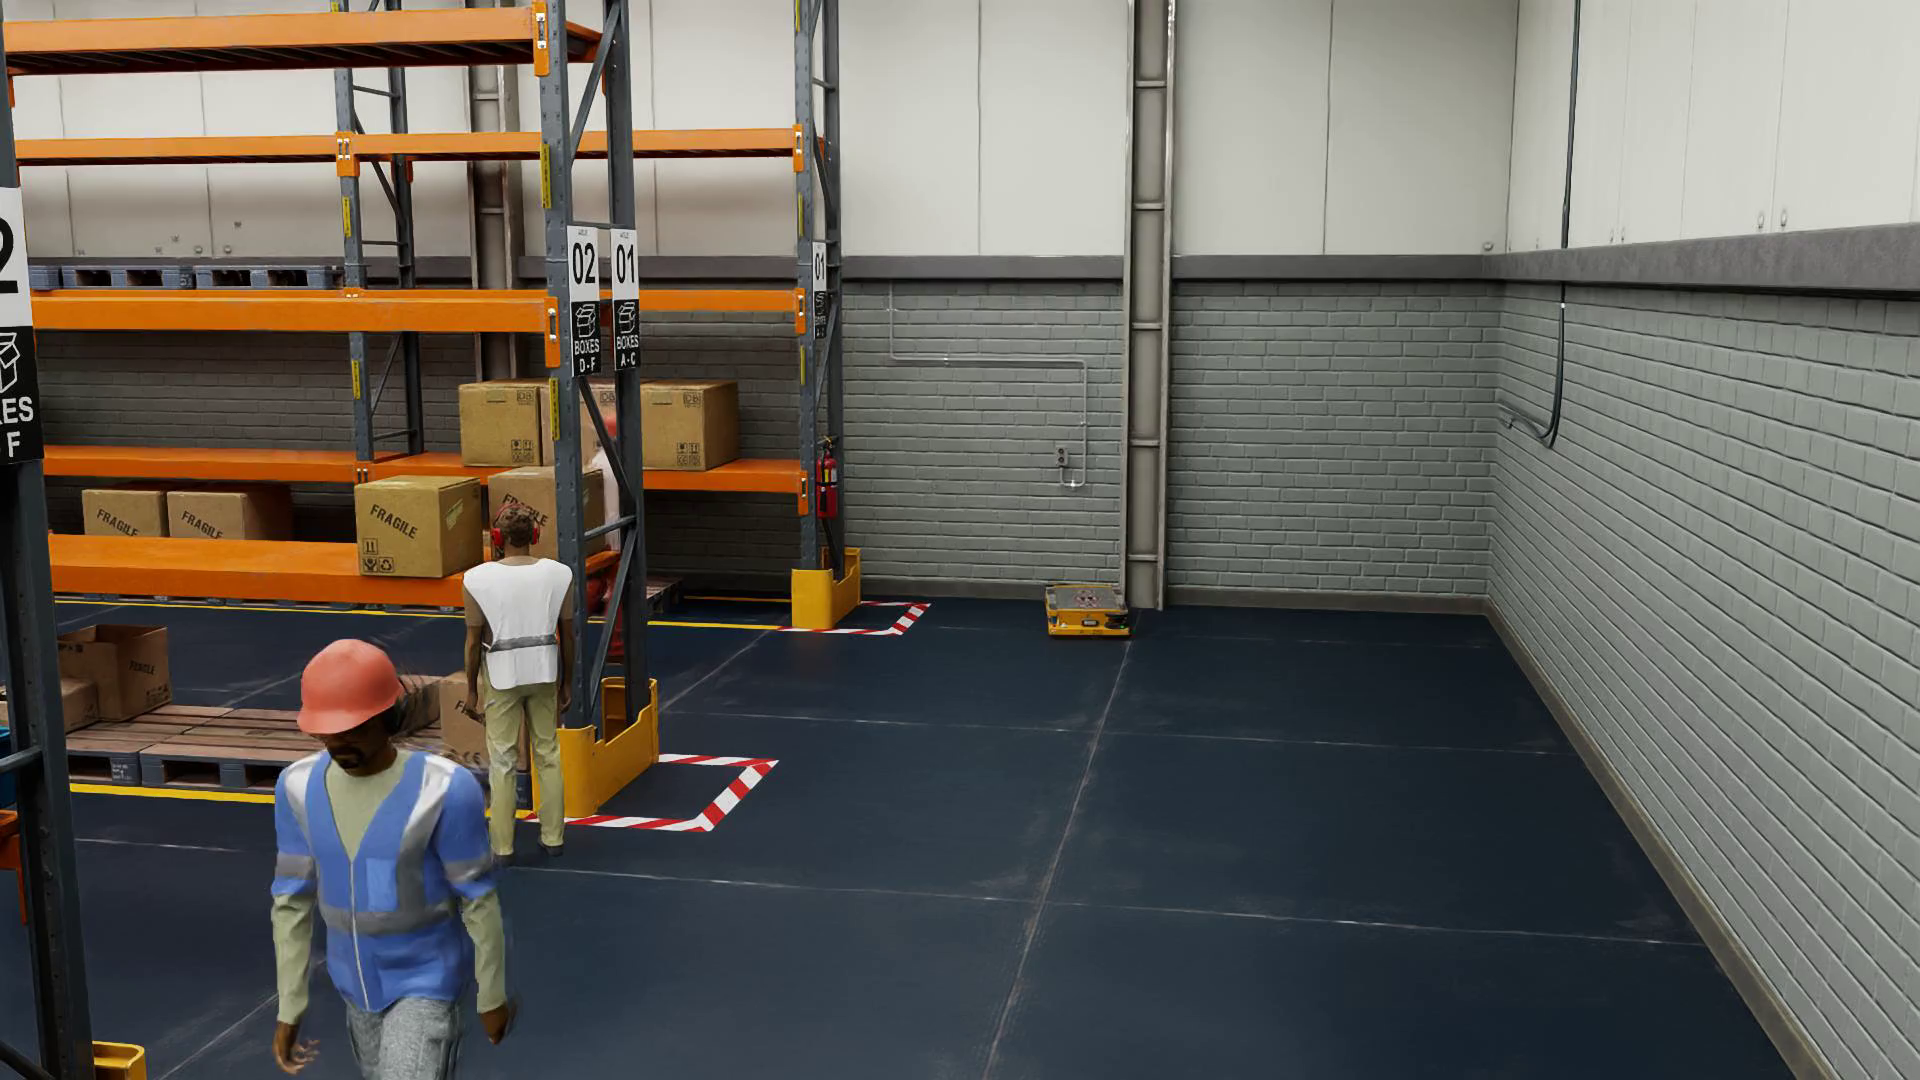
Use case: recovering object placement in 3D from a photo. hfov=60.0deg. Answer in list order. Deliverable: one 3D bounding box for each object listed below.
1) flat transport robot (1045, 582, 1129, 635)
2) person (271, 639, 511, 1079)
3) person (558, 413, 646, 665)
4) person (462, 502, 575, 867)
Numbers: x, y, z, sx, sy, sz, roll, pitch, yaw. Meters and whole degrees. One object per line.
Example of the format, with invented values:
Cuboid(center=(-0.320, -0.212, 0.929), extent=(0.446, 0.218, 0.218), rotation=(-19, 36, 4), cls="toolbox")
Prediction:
Cuboid(center=(1.066, 0.577, 14.181), extent=(0.652, 0.197, 1.431), rotation=(0, 9, 2), cls="flat transport robot")
Cuboid(center=(-1.624, 1.257, 4.576), extent=(0.604, 2.004, 0.808), rotation=(3, 10, 18), cls="person")
Cuboid(center=(-2.721, 0.005, 12.563), extent=(0.715, 1.955, 0.668), rotation=(-4, 10, -24), cls="person")
Cuboid(center=(-2.207, 0.731, 8.394), extent=(0.559, 1.837, 0.393), rotation=(-6, 11, -32), cls="person")
